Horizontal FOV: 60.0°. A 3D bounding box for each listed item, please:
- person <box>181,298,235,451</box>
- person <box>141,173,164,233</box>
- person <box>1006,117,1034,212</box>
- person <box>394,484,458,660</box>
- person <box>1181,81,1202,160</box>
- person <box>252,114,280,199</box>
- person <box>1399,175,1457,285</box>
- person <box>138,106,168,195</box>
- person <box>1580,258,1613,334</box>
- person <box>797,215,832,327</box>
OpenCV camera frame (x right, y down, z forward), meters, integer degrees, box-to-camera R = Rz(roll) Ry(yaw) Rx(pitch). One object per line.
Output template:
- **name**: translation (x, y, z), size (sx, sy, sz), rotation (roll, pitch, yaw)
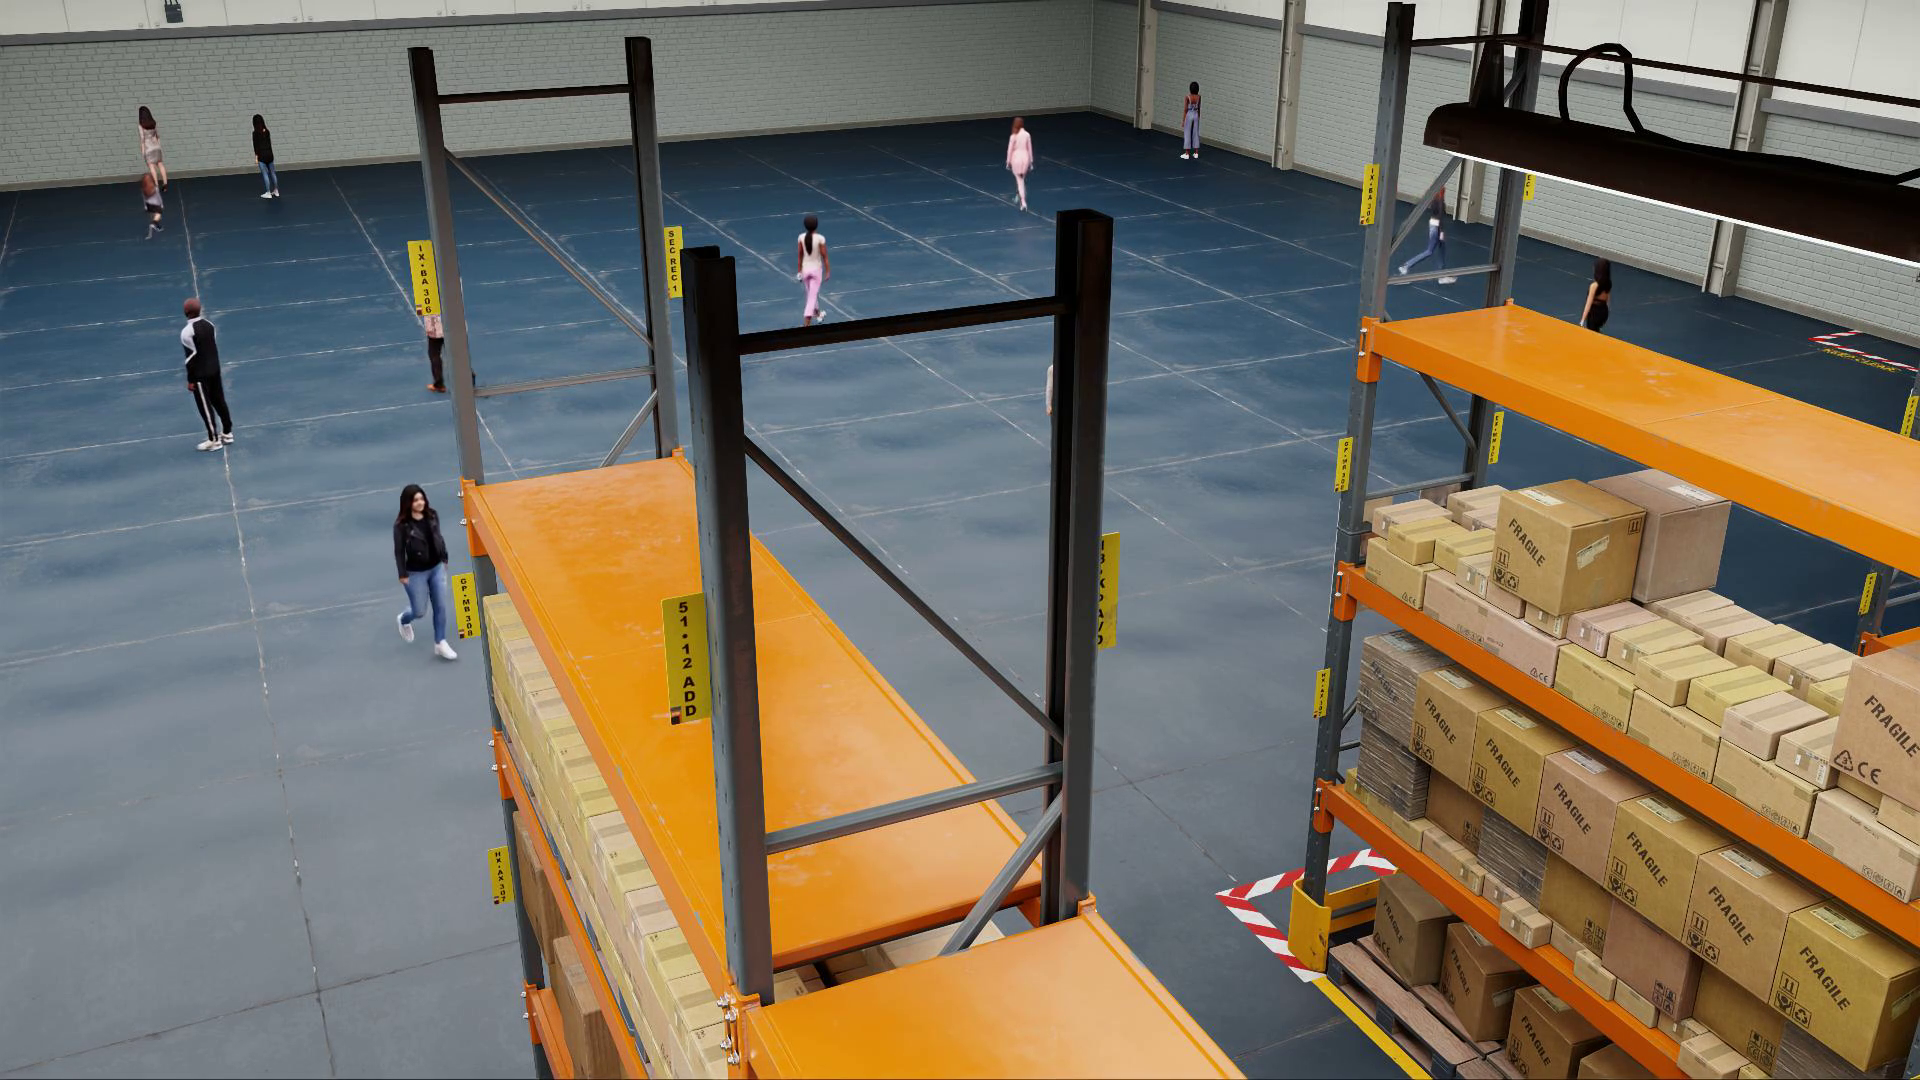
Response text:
- **person**: translation (-8.960, -1.991, 19.753), size (0.783, 1.827, 0.722), rotation (8, 24, 18)
- **person**: translation (-14.824, -6.170, 30.518), size (0.642, 1.094, 0.757), rotation (1, 23, 1)
- **person**: translation (1.197, -7.241, 32.176), size (0.673, 1.769, 1.022), rotation (-9, 25, -20)
- **person**: translation (-4.776, 0.273, 14.702), size (0.990, 1.615, 0.867), rotation (16, 28, 33)
- **person**: translation (5.229, -9.479, 37.531), size (0.593, 1.695, 0.520), rotation (-8, 24, -19)
- **person**: translation (-14.016, -7.747, 33.522), size (0.685, 1.646, 0.656), rotation (13, 26, 28)
- **person**: translation (7.603, -4.981, 26.870), size (1.009, 1.760, 1.180), rotation (1, 23, 2)
- **person**: translation (-16.447, -7.942, 33.851), size (0.689, 1.746, 0.668), rotation (13, 26, 28)
- **person**: translation (8.564, -2.926, 22.190), size (0.630, 1.640, 0.620), rotation (-15, 27, -31)
- **person**: translation (-2.185, -3.830, 24.260), size (1.114, 1.685, 1.172), rotation (8, 24, 19)
